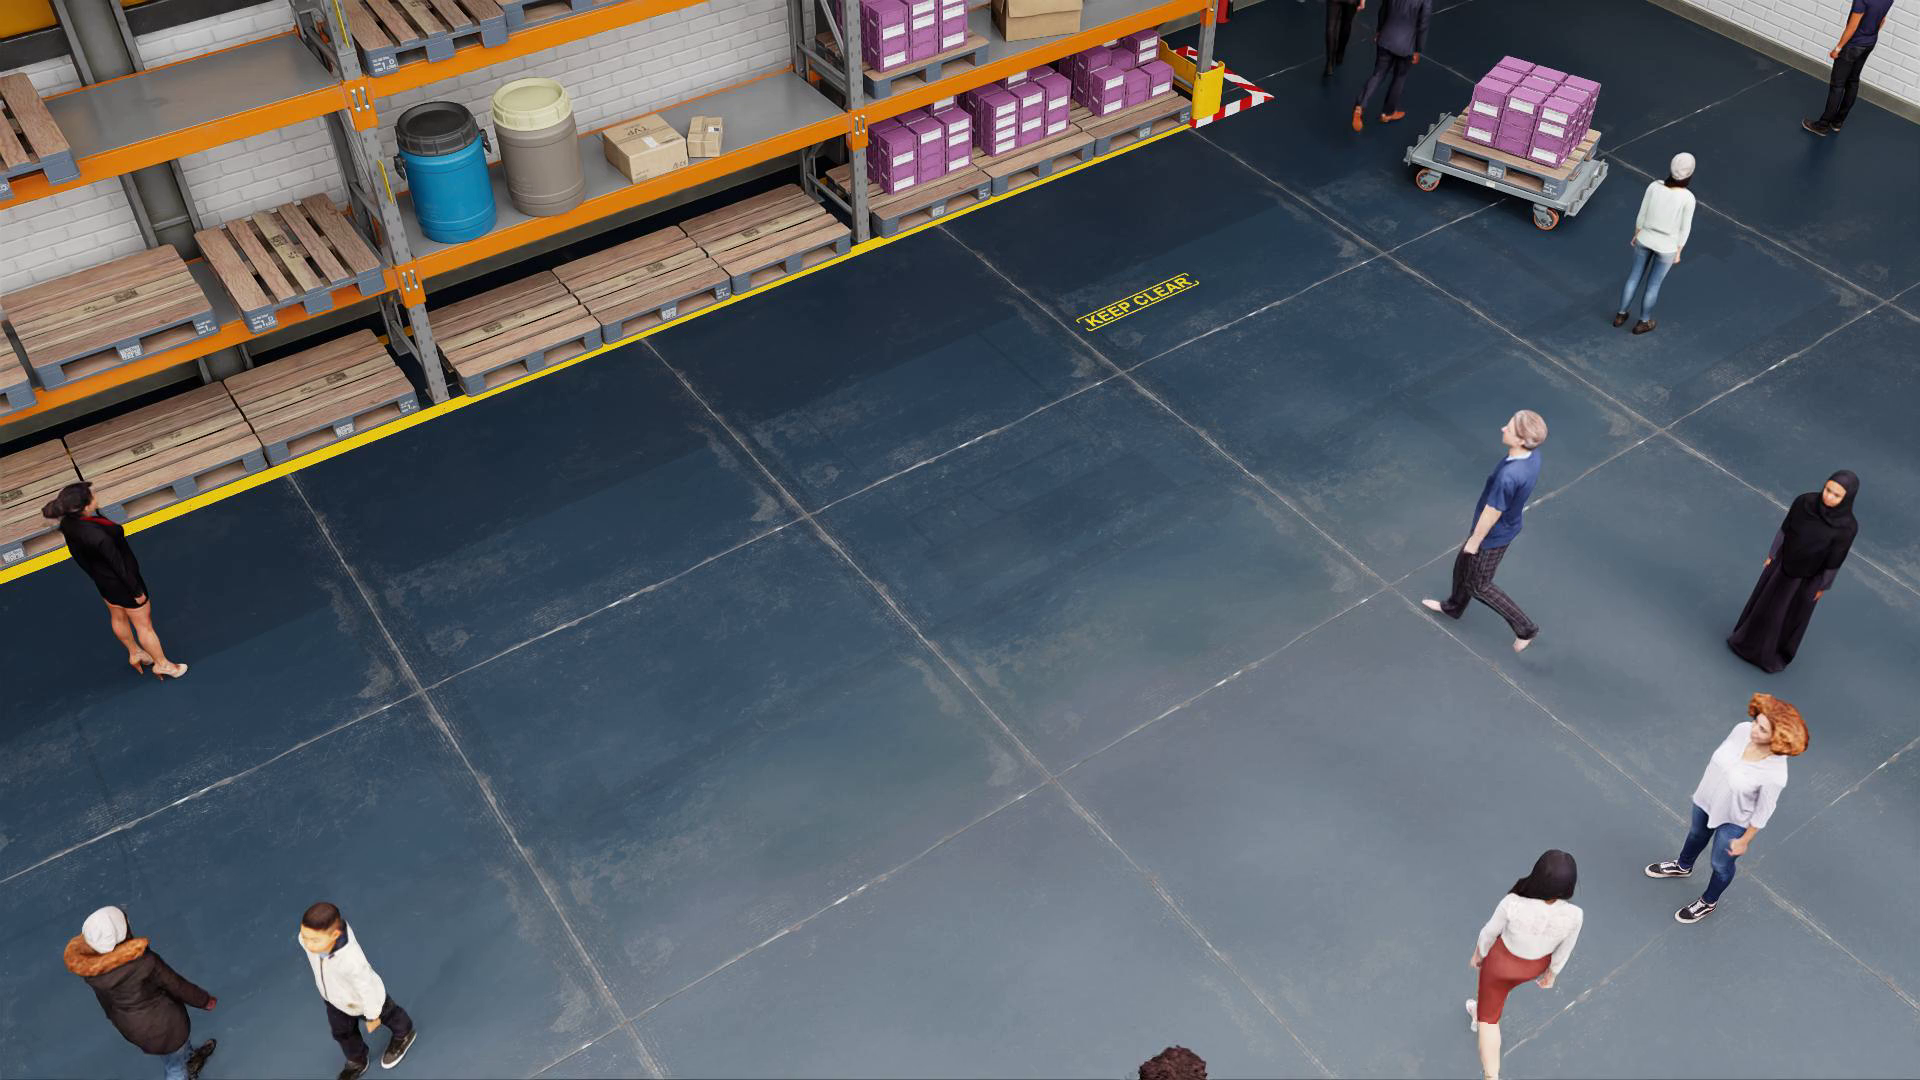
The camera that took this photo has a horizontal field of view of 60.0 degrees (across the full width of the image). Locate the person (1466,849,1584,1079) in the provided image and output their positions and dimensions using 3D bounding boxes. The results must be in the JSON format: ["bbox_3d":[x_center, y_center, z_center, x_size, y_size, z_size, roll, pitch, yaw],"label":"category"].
[{"bbox_3d":[2.851,2.261,8.517,1.070,1.725,1.075,2,44,2],"label":"person"}]

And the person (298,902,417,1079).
[{"bbox_3d":[-3.125,2.293,8.691,0.790,1.438,0.869,18,47,18],"label":"person"}]

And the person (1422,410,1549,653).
[{"bbox_3d":[3.560,-0.027,10.830,0.991,1.847,1.081,24,49,23],"label":"person"}]

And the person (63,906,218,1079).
[{"bbox_3d":[-4.117,2.456,8.391,0.808,1.617,0.867,13,45,13],"label":"person"}]

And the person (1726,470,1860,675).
[{"bbox_3d":[5.465,0.172,10.789,0.564,1.616,0.580,-26,49,-25],"label":"person"}]

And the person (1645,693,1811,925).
[{"bbox_3d":[4.342,1.493,9.332,0.735,1.713,0.729,-8,44,-8],"label":"person"}]

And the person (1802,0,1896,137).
[{"bbox_3d":[8.514,-4.697,15.778,0.531,1.783,0.745,-17,46,-17],"label":"person"}]

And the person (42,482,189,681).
[{"bbox_3d":[-5.395,0.277,10.661,0.685,1.641,0.728,20,47,20],"label":"person"}]

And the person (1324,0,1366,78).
[{"bbox_3d":[3.839,-5.420,16.655,0.966,1.620,0.979,3,44,3],"label":"person"}]

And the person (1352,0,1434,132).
[{"bbox_3d":[4.110,-4.663,15.741,0.803,1.785,1.064,34,53,30],"label":"person"}]

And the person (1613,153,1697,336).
[{"bbox_3d":[5.659,-2.413,13.482,0.611,1.644,0.570,32,52,29],"label":"person"}]
